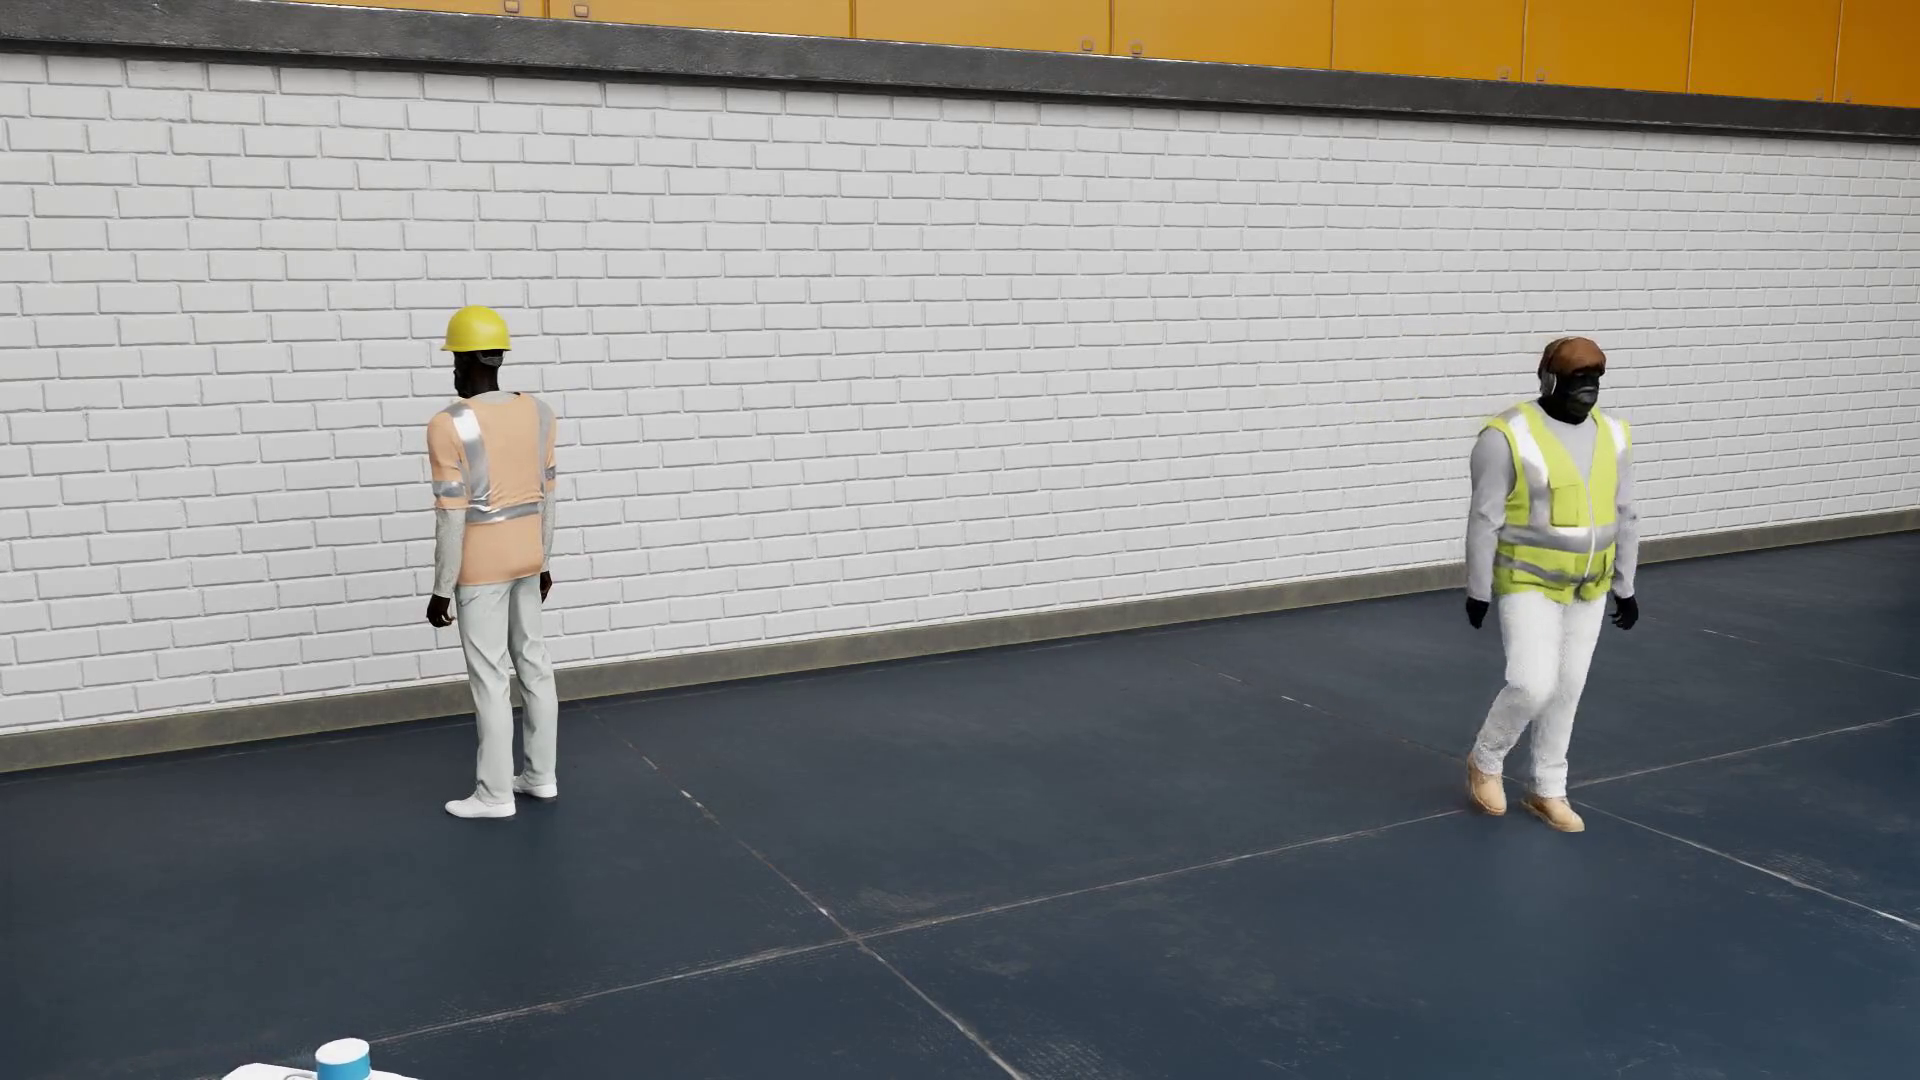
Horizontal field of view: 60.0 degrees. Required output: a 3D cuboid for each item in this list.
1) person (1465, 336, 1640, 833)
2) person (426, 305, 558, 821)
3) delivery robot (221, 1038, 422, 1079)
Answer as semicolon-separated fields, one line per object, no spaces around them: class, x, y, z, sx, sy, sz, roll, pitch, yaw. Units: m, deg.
person;2.167;0.170;6.088;0.644;1.829;0.431;-3;10;-19
person;-1.756;0.092;6.238;0.370;1.928;0.585;6;11;30
delivery robot;-1.217;1.239;3.314;0.707;0.478;0.477;3;10;15
